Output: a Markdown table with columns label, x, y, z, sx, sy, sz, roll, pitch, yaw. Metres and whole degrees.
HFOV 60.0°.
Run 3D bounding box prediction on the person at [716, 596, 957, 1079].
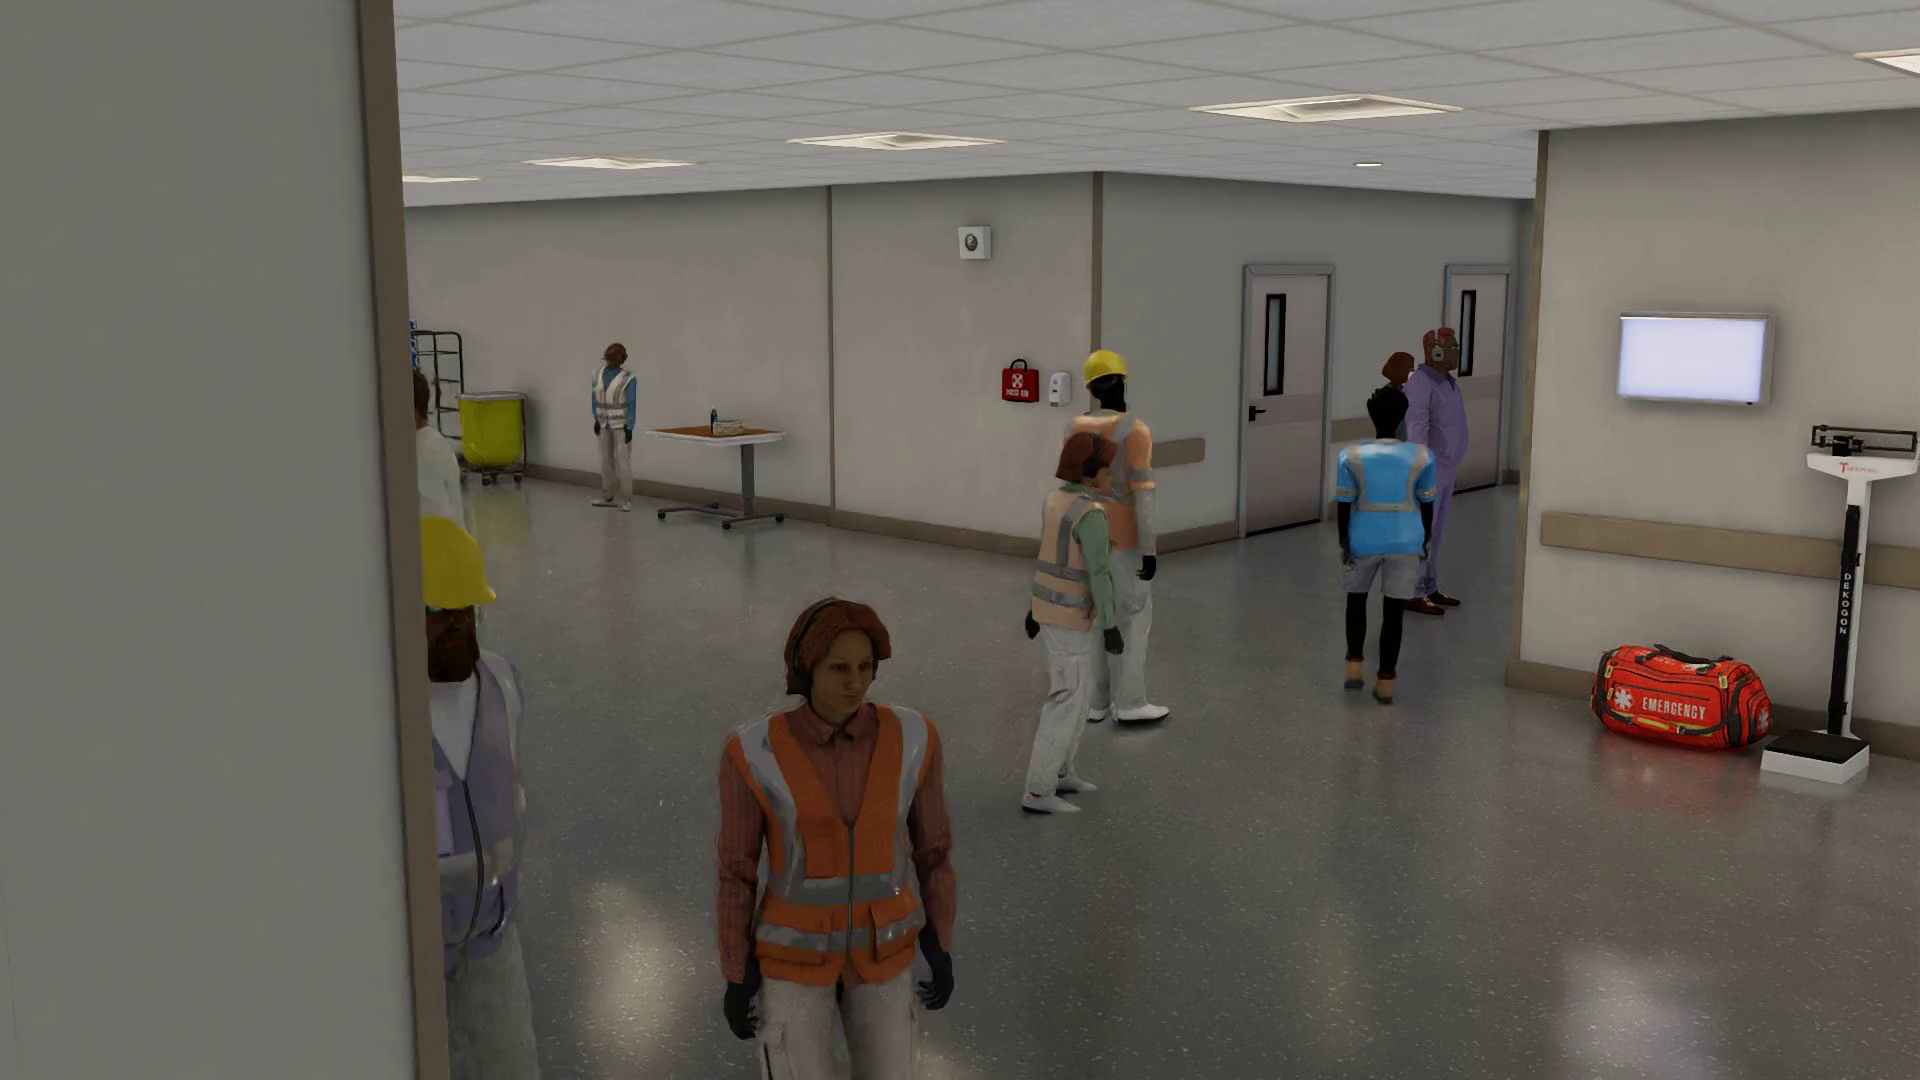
| label | x | y | z | sx | sy | sz | roll | pitch | yaw |
| --- | --- | --- | --- | --- | --- | --- | --- | --- | --- |
| person | -0.286 | 0.907 | 3.667 | 0.531 | 1.621 | 0.618 | -3 | 10 | -20 |

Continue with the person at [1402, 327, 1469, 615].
| label | x | y | z | sx | sy | sz | roll | pitch | yaw |
| --- | --- | --- | --- | --- | --- | --- | --- | --- | --- |
| person | 3.198 | -0.468 | 11.179 | 0.409 | 1.913 | 0.650 | 6 | 11 | 33 |

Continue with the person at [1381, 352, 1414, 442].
| label | x | y | z | sx | sy | sz | roll | pitch | yaw |
| --- | --- | --- | --- | --- | --- | --- | --- | --- | --- |
| person | 3.569 | -0.732 | 13.675 | 0.282 | 1.624 | 0.495 | 5 | 10 | 27 |

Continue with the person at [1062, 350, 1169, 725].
| label | x | y | z | sx | sy | sz | roll | pitch | yaw |
| --- | --- | --- | --- | --- | --- | --- | --- | --- | --- |
| person | 0.766 | -0.018 | 8.496 | 0.435 | 1.891 | 0.637 | -9 | 13 | -43 |

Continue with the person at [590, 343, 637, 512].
| label | x | y | z | sx | sy | sz | roll | pitch | yaw |
| --- | --- | --- | --- | --- | --- | --- | --- | --- | --- |
| person | -3.322 | -1.073 | 15.812 | 0.666 | 1.605 | 0.370 | 5 | 11 | 30 |

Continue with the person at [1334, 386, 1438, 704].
| label | x | y | z | sx | sy | sz | roll | pitch | yaw |
| --- | --- | --- | --- | --- | --- | --- | --- | --- | --- |
| person | 2.267 | 0.021 | 8.883 | 0.539 | 1.680 | 0.497 | 2 | 9 | 12 |

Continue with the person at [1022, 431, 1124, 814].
| label | x | y | z | sx | sy | sz | roll | pitch | yaw |
| --- | --- | --- | --- | --- | --- | --- | --- | --- | --- |
| person | 0.438 | 0.352 | 7.058 | 0.408 | 1.633 | 0.529 | -2 | 9 | -12 |
